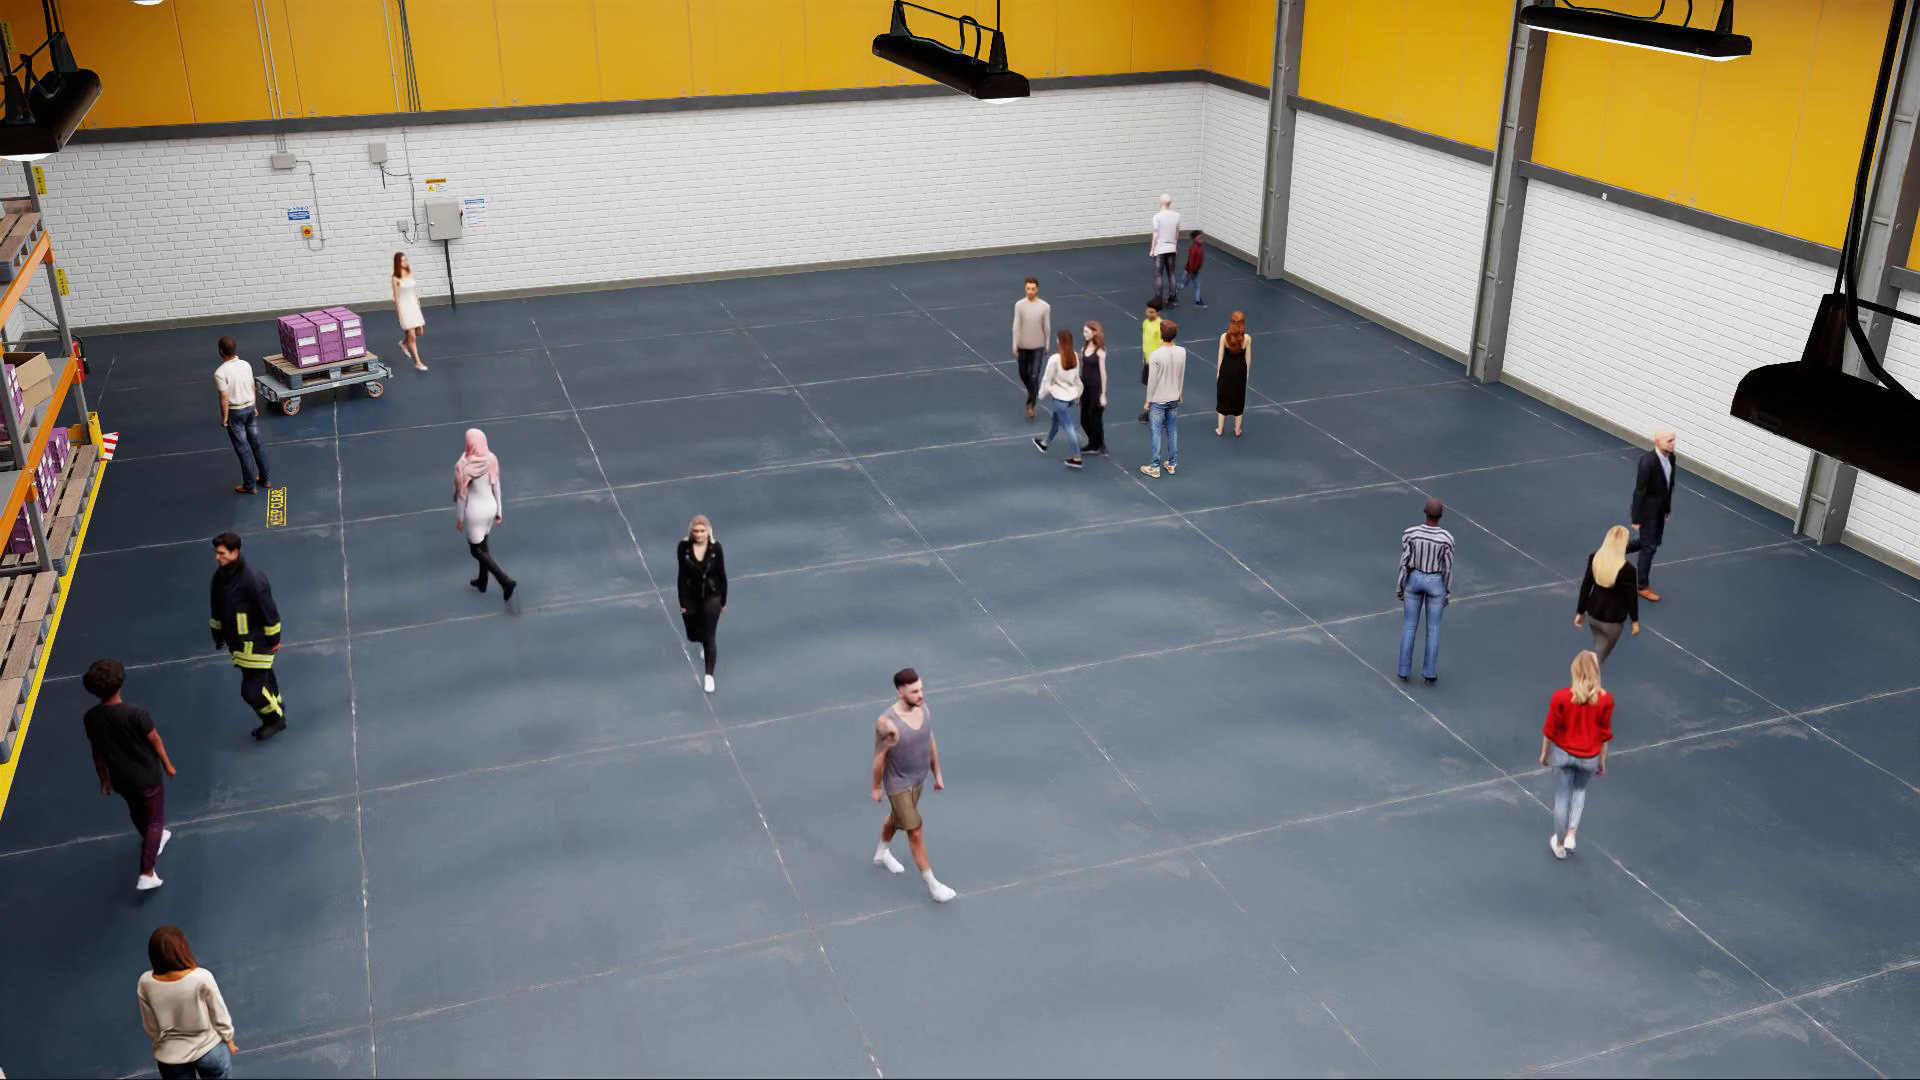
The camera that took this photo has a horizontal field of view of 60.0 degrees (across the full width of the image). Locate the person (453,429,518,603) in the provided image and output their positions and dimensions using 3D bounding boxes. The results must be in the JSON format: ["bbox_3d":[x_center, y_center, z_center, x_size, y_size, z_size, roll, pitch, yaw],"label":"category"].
[{"bbox_3d":[-4.724,-0.220,16.508,1.161,1.784,0.988,18,29,35],"label":"person"}]

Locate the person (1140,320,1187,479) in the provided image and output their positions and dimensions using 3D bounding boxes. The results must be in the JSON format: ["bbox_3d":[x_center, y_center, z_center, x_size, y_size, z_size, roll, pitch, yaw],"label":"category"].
[{"bbox_3d":[2.426,-1.677,19.691,0.672,1.905,0.601,-11,26,-23],"label":"person"}]

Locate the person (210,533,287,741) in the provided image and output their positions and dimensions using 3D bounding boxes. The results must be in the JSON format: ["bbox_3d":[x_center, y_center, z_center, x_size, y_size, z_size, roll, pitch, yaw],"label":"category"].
[{"bbox_3d":[-5.933,0.779,14.063,0.884,1.913,0.972,13,27,28],"label":"person"}]

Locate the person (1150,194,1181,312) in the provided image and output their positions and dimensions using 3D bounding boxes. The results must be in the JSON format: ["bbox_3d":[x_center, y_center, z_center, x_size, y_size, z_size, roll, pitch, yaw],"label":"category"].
[{"bbox_3d":[3.251,-4.582,26.430,0.696,1.831,0.614,-12,26,-26],"label":"person"}]

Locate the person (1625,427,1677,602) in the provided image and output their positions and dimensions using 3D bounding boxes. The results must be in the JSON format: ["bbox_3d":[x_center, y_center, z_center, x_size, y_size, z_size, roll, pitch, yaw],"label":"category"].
[{"bbox_3d":[6.885,-0.318,16.731,0.862,1.785,1.070,-17,29,-33],"label":"person"}]

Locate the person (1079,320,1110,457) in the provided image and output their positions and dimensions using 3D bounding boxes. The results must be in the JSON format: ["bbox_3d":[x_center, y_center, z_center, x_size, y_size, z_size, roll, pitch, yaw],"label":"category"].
[{"bbox_3d":[1.665,-1.831,20.262,0.645,1.729,0.746,20,30,38],"label":"person"}]

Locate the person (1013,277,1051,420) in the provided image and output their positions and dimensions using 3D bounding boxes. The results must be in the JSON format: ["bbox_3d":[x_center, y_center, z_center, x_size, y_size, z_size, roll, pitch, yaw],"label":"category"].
[{"bbox_3d":[0.937,-2.546,21.759,0.988,1.842,1.229,3,24,7],"label":"person"}]

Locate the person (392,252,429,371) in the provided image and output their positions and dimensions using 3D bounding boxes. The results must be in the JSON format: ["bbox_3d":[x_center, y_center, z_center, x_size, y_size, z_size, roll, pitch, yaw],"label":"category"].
[{"bbox_3d":[-7.869,-3.249,23.550,0.989,1.695,0.839,17,29,34],"label":"person"}]

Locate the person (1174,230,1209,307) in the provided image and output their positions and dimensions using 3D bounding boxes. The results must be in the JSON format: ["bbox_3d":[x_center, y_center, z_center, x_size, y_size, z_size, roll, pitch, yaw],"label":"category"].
[{"bbox_3d":[3.666,-4.342,26.632,0.939,1.229,0.829,14,27,28],"label":"person"}]

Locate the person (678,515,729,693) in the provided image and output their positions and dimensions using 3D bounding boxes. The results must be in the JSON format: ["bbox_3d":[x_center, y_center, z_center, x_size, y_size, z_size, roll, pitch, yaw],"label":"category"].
[{"bbox_3d":[-2.317,0.511,14.982,0.746,1.667,0.960,-2,24,-4],"label":"person"}]

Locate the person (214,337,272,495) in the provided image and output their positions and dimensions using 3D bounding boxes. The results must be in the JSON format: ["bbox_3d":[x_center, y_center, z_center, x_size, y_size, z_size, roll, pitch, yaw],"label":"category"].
[{"bbox_3d":[-8.320,-1.458,19.252,0.797,1.855,0.742,11,26,24],"label":"person"}]

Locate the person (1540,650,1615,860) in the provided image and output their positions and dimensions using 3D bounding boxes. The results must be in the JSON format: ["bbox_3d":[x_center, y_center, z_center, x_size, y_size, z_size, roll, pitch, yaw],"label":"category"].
[{"bbox_3d":[4.579,1.647,12.346,0.730,1.698,0.739,4,24,8],"label":"person"}]

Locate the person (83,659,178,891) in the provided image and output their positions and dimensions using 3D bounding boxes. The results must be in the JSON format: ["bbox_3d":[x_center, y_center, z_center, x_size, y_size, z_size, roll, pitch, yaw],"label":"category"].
[{"bbox_3d":[-6.030,1.713,12.116,0.893,1.761,1.164,1,24,1],"label":"person"}]

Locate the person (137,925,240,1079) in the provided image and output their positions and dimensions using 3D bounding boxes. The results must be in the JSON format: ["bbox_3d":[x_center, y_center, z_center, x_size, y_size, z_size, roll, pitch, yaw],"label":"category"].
[{"bbox_3d":[-4.378,2.908,9.480,0.669,1.683,0.631,-2,24,-4],"label":"person"}]

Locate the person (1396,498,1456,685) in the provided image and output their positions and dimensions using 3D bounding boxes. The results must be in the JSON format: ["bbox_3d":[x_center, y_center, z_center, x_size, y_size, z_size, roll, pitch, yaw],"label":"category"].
[{"bbox_3d":[4.178,0.460,14.939,0.695,1.796,0.745,9,25,20],"label":"person"}]

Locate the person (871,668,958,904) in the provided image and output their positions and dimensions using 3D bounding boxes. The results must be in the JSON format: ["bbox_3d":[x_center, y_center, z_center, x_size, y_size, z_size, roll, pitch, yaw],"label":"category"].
[{"bbox_3d":[-0.461,1.729,12.178,1.252,1.796,0.998,21,31,39],"label":"person"}]

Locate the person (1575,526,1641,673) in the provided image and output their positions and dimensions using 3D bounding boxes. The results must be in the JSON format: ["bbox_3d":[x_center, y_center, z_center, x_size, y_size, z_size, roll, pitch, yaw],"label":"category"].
[{"bbox_3d":[5.444,0.765,14.209,0.760,1.822,0.748,-14,27,-29],"label":"person"}]

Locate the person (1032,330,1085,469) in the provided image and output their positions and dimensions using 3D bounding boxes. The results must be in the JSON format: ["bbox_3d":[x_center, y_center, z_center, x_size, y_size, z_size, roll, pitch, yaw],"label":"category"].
[{"bbox_3d":[1.298,-1.653,19.964,0.905,1.643,1.174,-21,31,-39],"label":"person"}]

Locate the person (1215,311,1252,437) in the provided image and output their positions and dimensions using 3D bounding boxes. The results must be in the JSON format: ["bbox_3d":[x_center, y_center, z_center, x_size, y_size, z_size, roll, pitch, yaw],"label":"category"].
[{"bbox_3d":[3.448,-2.104,21.019,0.647,1.624,0.676,1,24,3],"label":"person"}]

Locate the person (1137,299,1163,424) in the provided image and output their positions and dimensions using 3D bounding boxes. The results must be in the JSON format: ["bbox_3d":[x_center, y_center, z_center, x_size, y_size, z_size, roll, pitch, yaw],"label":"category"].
[{"bbox_3d":[2.545,-2.316,21.437,0.673,1.677,0.548,-5,24,-11],"label":"person"}]
